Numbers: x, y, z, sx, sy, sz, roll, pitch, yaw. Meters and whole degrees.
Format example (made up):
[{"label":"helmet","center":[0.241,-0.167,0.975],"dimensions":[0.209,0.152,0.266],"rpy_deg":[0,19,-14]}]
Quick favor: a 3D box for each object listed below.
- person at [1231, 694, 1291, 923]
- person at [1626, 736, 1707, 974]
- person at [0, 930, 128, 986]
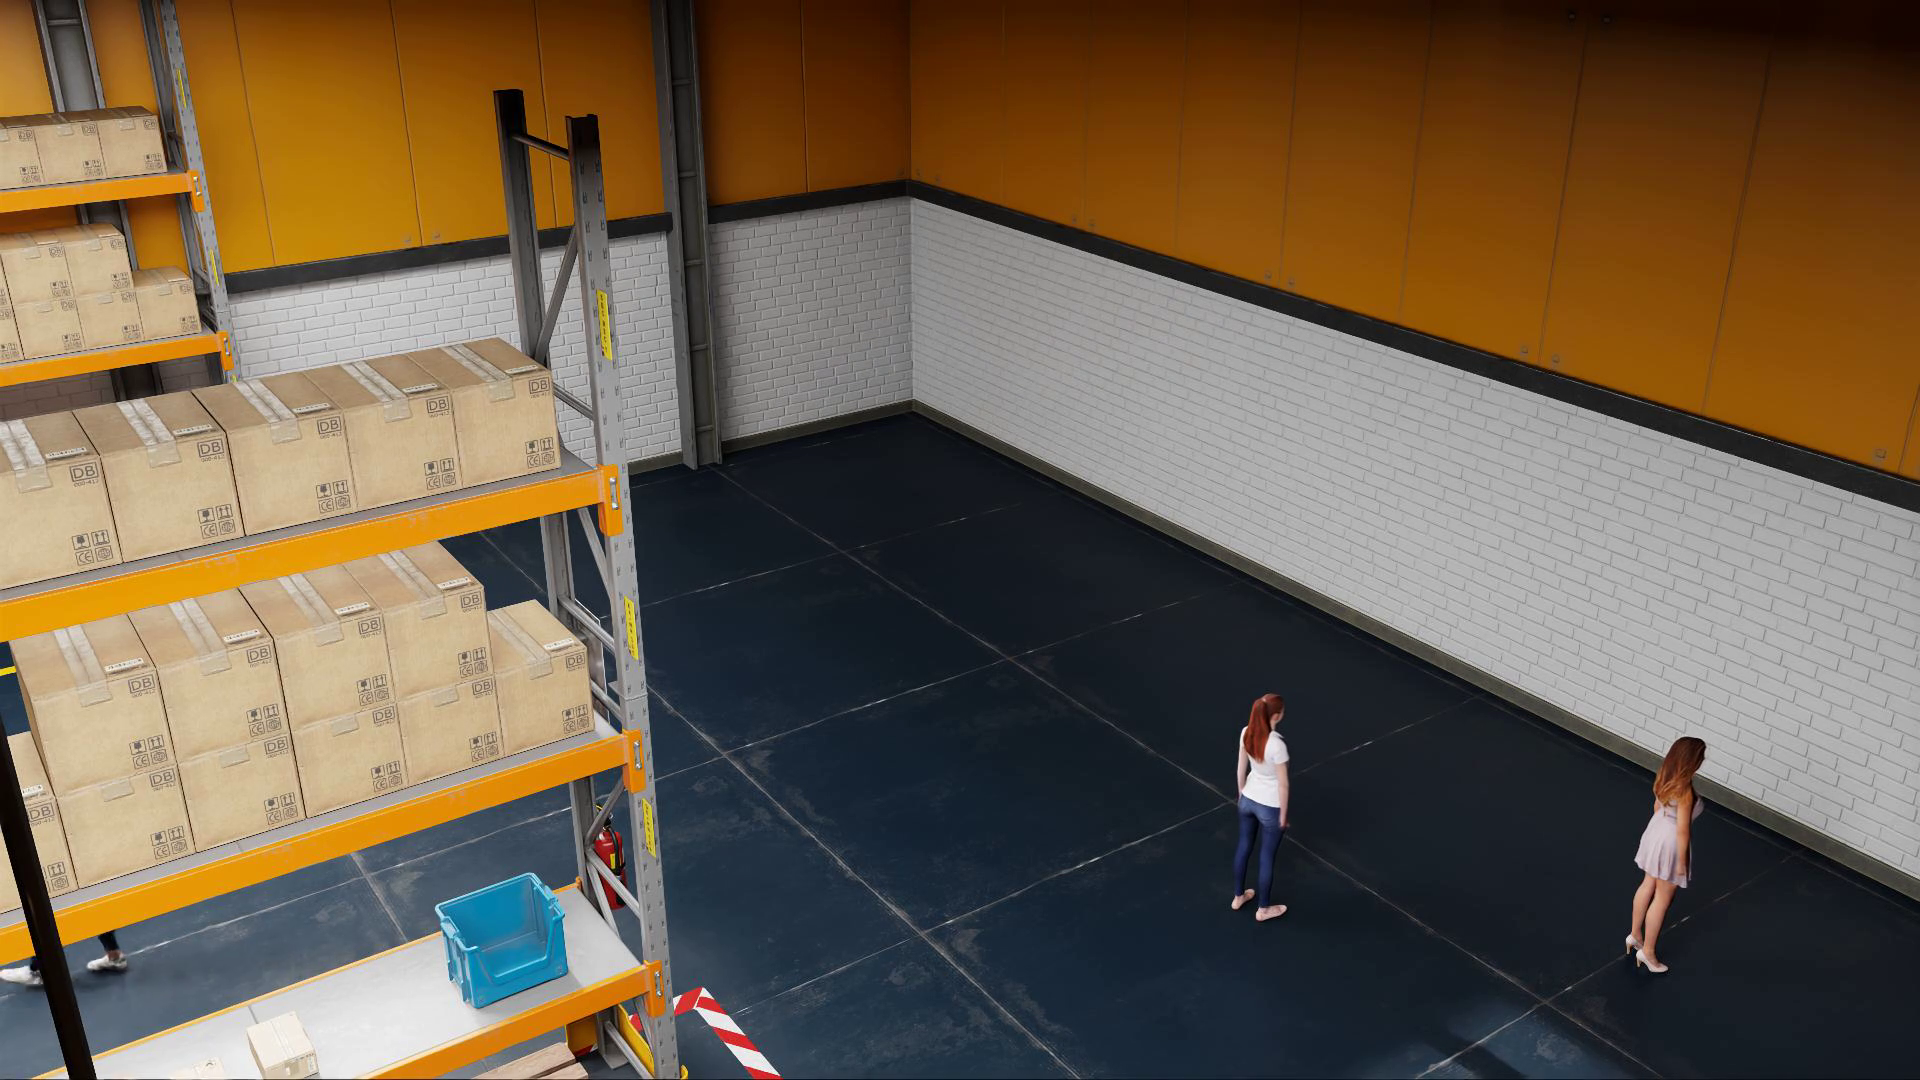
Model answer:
[{"label":"person","center":[2.107,1.866,11.673],"dimensions":[0.544,1.738,0.580],"rpy_deg":[-19,30,-37]},{"label":"person","center":[4.726,2.085,11.134],"dimensions":[0.722,1.769,0.676],"rpy_deg":[-1,24,-2]},{"label":"person","center":[-5.884,2.223,11.025],"dimensions":[1.086,1.604,0.927],"rpy_deg":[-2,24,-4]}]
